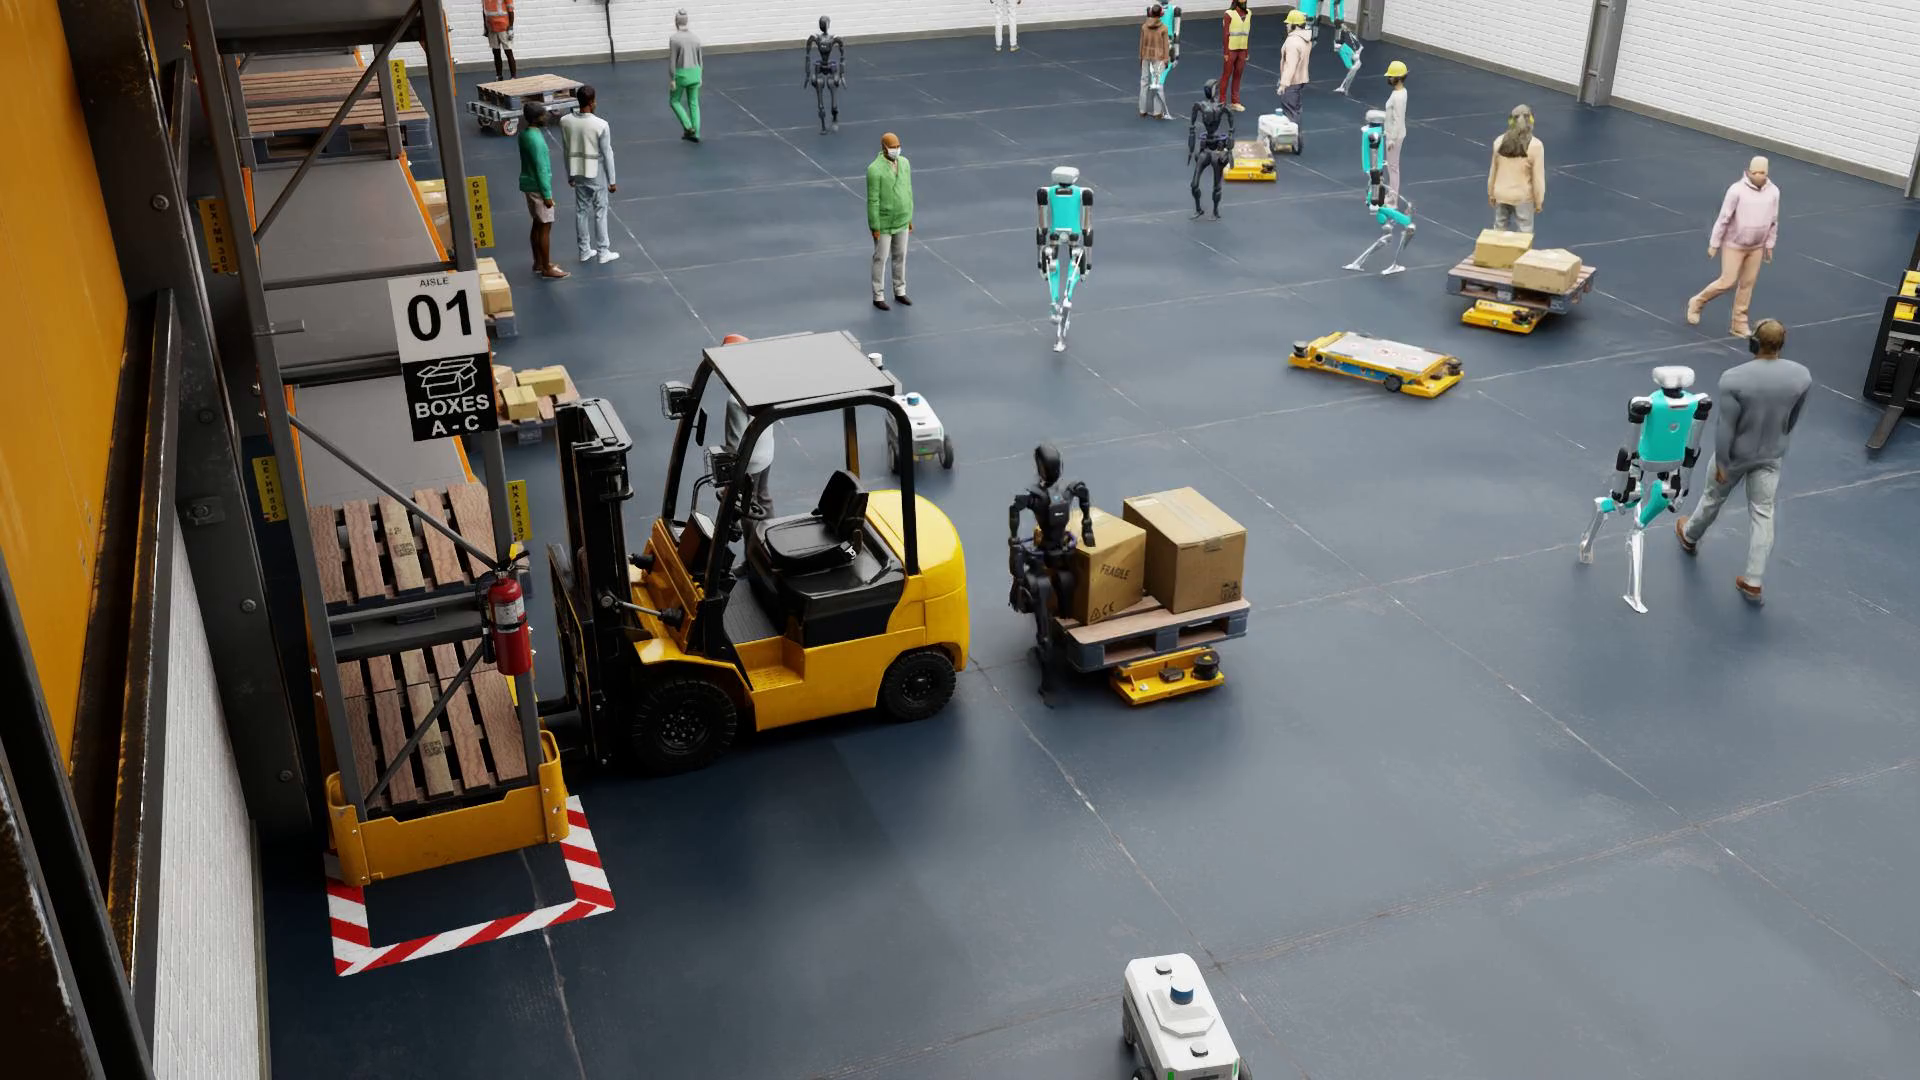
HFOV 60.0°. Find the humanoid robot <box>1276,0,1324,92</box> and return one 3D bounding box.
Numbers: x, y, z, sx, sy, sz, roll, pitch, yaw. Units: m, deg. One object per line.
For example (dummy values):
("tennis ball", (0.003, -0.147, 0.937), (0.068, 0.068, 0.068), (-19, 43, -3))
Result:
("humanoid robot", (5.254, -7.857, 26.073), (0.774, 1.850, 0.555), (-21, 33, -35))

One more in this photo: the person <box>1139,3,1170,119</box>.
("person", (2.844, -7.032, 24.442), (0.462, 1.647, 0.323), (13, 29, 24))

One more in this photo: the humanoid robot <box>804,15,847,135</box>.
("humanoid robot", (-1.903, -6.576, 23.497), (0.608, 1.642, 0.364), (1, 27, 2))

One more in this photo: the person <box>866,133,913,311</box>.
("person", (-0.702, -3.194, 16.671), (0.534, 1.778, 0.390), (-22, 34, -36))

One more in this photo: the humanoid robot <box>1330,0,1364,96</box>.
("humanoid robot", (6.043, -7.752, 25.881), (0.704, 1.880, 0.536), (5, 27, 10))

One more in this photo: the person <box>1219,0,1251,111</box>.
("person", (4.107, -7.300, 24.838), (0.466, 1.768, 0.376), (-14, 30, -25))

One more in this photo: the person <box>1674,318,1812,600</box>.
("person", (5.387, -0.610, 11.400), (0.629, 1.881, 1.067), (1, 27, 2))

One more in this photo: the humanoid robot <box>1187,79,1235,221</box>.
("humanoid robot", (2.946, -4.550, 19.476), (0.610, 1.649, 0.452), (16, 31, 28))

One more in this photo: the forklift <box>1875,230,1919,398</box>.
("forklift", (9.029, -2.397, 14.618), (1.214, 2.155, 2.313), (18, 32, 32))

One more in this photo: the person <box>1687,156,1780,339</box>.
("person", (7.470, -2.825, 15.947), (0.532, 1.765, 0.567), (-6, 27, -11))

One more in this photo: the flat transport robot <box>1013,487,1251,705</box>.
("flat transport robot", (1.073, 0.596, 10.801), (0.659, 0.231, 1.431), (-11, 29, -21))

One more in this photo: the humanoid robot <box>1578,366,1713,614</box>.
("humanoid robot", (4.553, -0.469, 11.295), (0.549, 1.762, 0.969), (-2, 27, -4))

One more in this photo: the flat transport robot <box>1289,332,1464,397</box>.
("flat transport robot", (3.807, -1.626, 15.222), (1.431, 0.231, 0.659), (20, 33, 34))

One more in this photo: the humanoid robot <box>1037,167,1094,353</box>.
("humanoid robot", (0.932, -2.521, 15.393), (0.550, 1.737, 1.041), (6, 27, 11))

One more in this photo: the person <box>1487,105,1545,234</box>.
("person", (5.826, -3.580, 17.371), (0.713, 1.857, 0.413), (23, 35, 38))

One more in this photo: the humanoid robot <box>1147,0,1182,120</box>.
("humanoid robot", (2.922, -7.072, 24.424), (0.598, 1.765, 0.791), (12, 29, 22))

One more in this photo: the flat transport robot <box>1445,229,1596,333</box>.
("flat transport robot", (5.629, -2.418, 16.796), (0.659, 0.231, 1.431), (17, 31, 30))

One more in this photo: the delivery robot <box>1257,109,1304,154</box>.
("delivery robot", (4.365, -5.575, 22.779), (0.499, 0.613, 0.803), (-5, 27, -10))

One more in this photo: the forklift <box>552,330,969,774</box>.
("forklift", (-1.094, 0.010, 9.831), (2.313, 2.155, 1.214), (-10, 28, -20))

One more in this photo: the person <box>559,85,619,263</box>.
("person", (-4.010, -3.950, 18.025), (0.598, 1.909, 0.397), (8, 28, 16))

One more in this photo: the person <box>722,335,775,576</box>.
("person", (-1.479, -0.586, 11.512), (0.352, 1.742, 0.572), (7, 28, 14))

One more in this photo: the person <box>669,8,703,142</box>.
("person", (-3.807, -6.432, 23.041), (0.541, 1.826, 0.412), (-20, 33, -35))

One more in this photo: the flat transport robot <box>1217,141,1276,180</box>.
("flat transport robot", (3.778, -5.027, 21.986), (0.659, 0.231, 1.431), (2, 27, 3))

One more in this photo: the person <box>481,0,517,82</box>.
("person", (-7.259, -8.068, 26.148), (0.604, 1.966, 0.368), (12, 29, 22))

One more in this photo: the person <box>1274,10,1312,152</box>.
("person", (4.530, -6.226, 22.593), (0.417, 1.864, 0.819), (13, 30, 25))

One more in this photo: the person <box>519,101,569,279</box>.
("person", (-4.461, -3.692, 17.578), (0.385, 1.845, 0.501), (-15, 30, -27))

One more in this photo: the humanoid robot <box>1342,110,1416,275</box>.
("humanoid robot", (4.571, -3.648, 17.630), (0.879, 1.775, 0.551), (3, 27, 6))

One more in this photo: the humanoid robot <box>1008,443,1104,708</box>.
("humanoid robot", (0.565, 0.161, 10.147), (0.616, 1.652, 0.628), (-11, 29, -20))

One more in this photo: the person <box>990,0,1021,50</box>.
("person", (0.798, -9.585, 29.257), (0.574, 1.882, 0.361), (4, 27, 7))

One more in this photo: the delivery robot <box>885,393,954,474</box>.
("delivery robot", (-0.374, -0.905, 13.442), (0.499, 0.570, 0.750), (-7, 28, -13))

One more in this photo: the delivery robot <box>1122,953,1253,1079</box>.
("delivery robot", (0.966, 2.190, 7.314), (0.499, 0.596, 0.795), (-5, 27, -10))

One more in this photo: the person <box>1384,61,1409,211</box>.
("person", (5.176, -4.839, 19.947), (0.326, 1.765, 0.530), (6, 27, 13))
